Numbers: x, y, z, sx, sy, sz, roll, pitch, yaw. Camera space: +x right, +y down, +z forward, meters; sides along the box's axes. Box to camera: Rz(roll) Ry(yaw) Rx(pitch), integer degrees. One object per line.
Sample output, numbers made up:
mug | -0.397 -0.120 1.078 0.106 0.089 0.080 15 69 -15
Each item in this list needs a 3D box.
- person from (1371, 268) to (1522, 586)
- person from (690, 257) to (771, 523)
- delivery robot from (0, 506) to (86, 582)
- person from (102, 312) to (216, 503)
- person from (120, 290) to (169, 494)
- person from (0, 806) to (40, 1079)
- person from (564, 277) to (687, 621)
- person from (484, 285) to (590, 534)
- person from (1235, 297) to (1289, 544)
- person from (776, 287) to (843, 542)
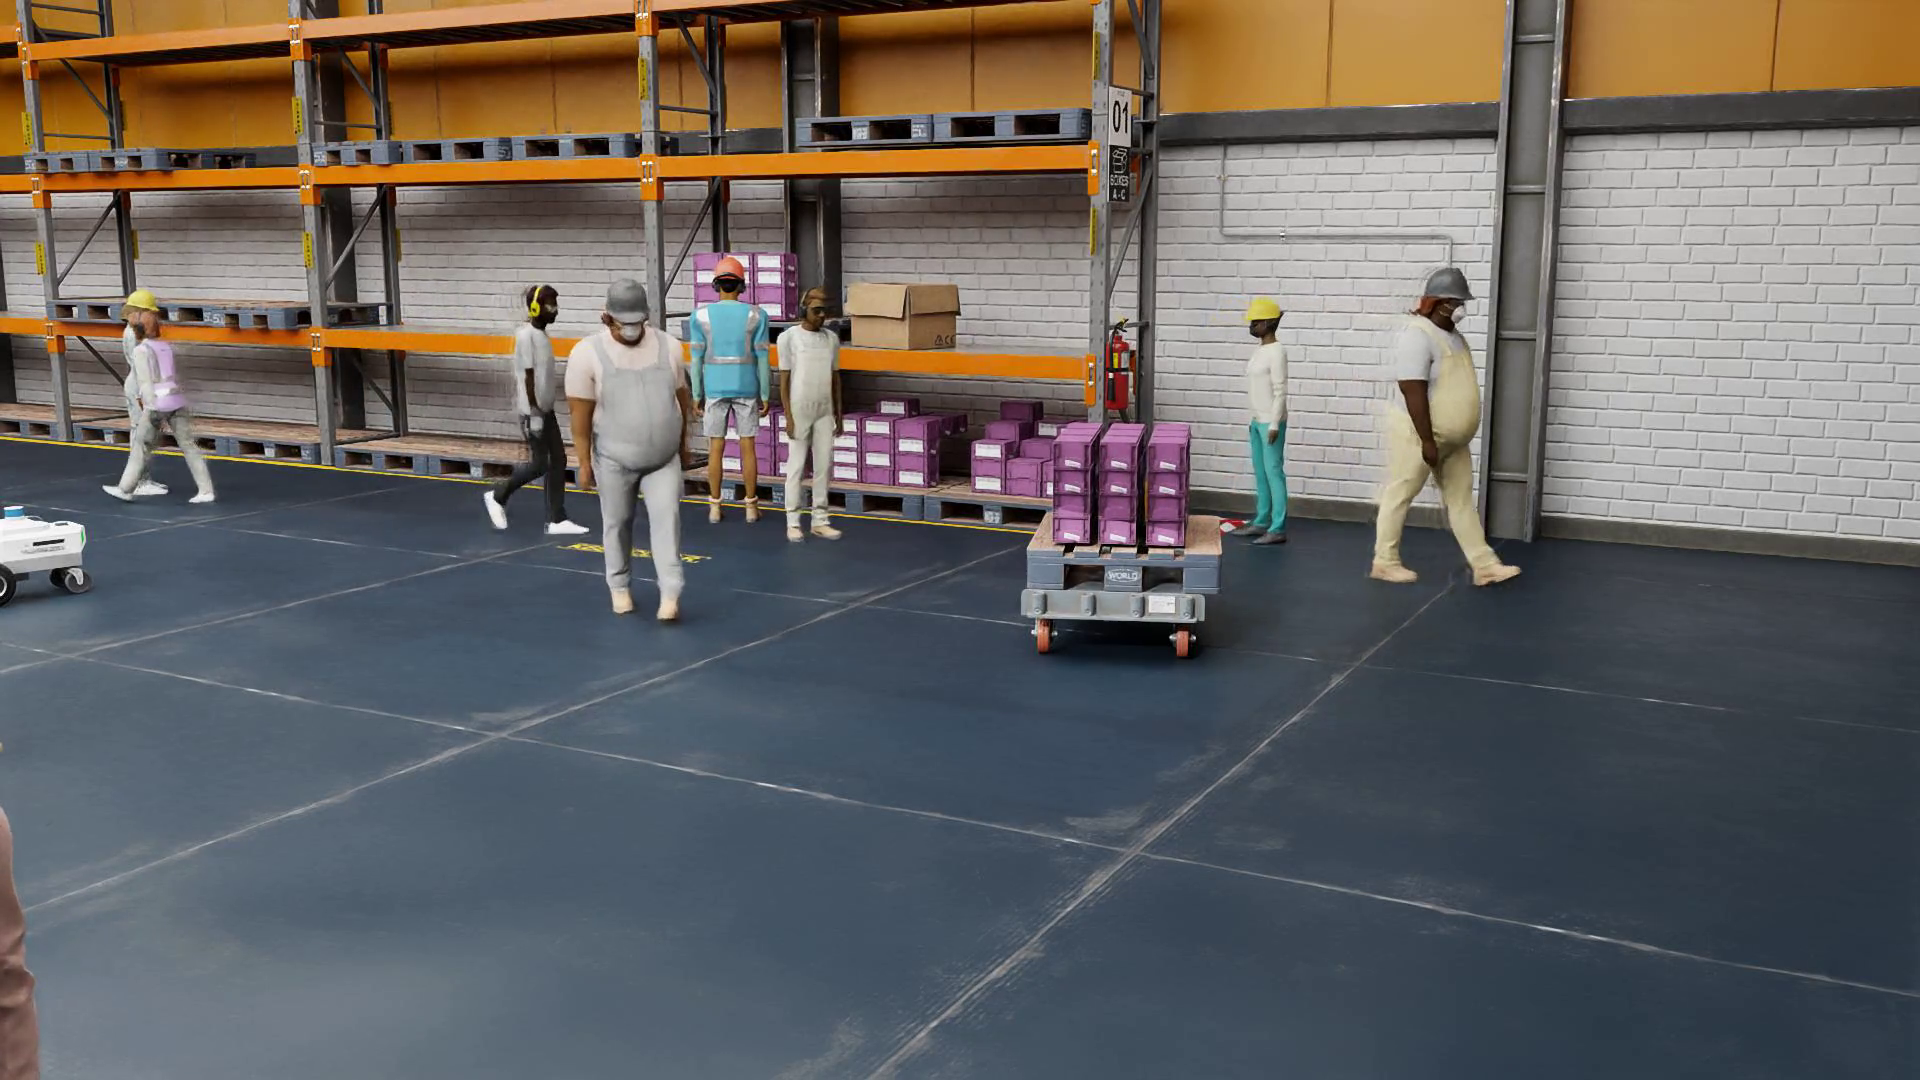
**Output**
person | 3.021 -0.698 10.297 1.007 2.000 0.695 10 14 43
person | -1.756 -1.144 12.771 0.609 2.035 0.407 -1 10 -4
delivery robot | -5.708 0.039 10.075 0.477 0.478 0.707 10 14 42
person | -6.574 -1.068 13.611 0.906 1.573 0.528 2 10 9
person | -6.966 -1.260 14.221 0.330 1.733 0.488 -4 11 -23
person | -1.580 0.893 2.330 0.533 1.767 0.327 -4 11 -21
person | -1.861 -0.548 9.476 0.715 2.000 0.742 -5 12 -26
person | -3.125 -0.940 12.166 0.672 1.844 0.516 2 10 9
person | 2.168 -0.851 11.899 0.331 1.765 0.532 -2 10 -8
person | -1.067 -0.896 11.959 0.519 1.831 0.341 -6 12 -31
